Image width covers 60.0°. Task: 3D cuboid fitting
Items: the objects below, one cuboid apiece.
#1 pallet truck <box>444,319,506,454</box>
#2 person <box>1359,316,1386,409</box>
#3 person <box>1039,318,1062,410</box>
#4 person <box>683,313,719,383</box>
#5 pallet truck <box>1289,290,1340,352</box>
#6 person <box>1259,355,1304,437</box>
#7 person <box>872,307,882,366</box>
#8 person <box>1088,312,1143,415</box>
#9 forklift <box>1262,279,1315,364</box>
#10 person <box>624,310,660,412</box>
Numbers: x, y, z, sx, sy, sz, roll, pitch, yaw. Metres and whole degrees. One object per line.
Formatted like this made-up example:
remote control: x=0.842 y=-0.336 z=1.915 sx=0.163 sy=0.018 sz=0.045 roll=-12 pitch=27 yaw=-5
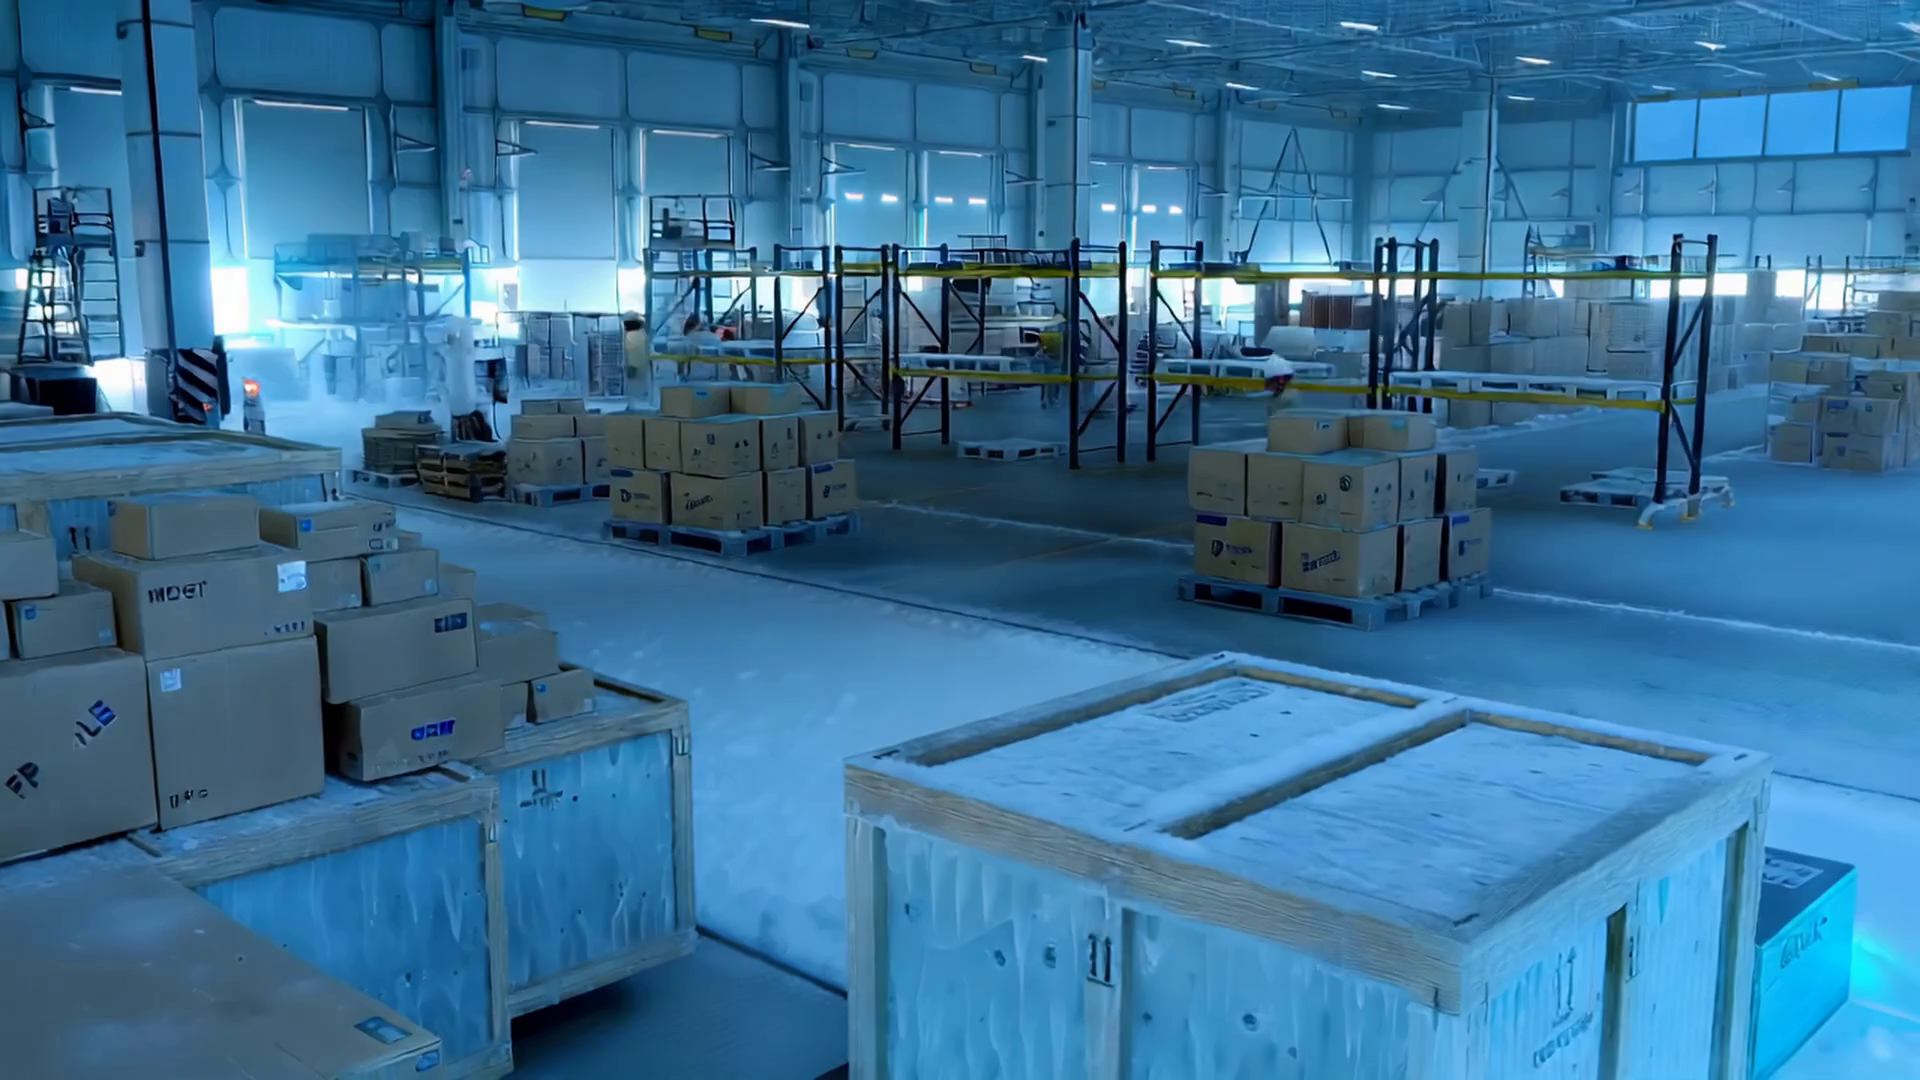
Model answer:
pallet truck: x=-6.981 y=-1.942 z=22.150 sx=1.885 sy=1.965 sz=0.823 roll=1 pitch=9 yaw=9
person: x=7.831 y=-3.267 z=30.919 sx=0.821 sy=1.792 sz=0.695 roll=3 pitch=10 yaw=20
person: x=1.735 y=-3.330 z=31.474 sx=0.490 sy=1.735 sz=0.322 roll=-5 pitch=11 yaw=-30
person: x=-4.305 y=-2.806 z=27.671 sx=0.589 sy=1.924 sz=0.383 roll=-2 pitch=9 yaw=-12
pallet truck: x=11.297 y=-6.951 z=52.861 sx=1.885 sy=1.965 sz=0.823 roll=-5 pitch=11 yaw=-29
person: x=2.975 y=-0.693 z=14.807 sx=0.768 sy=1.908 sz=0.560 roll=-2 pitch=9 yaw=-10
person: x=-2.194 y=-5.403 z=44.501 sx=0.324 sy=1.631 sz=0.522 roll=-1 pitch=9 yaw=-7
person: x=2.813 y=-3.204 z=30.265 sx=1.032 sy=1.872 sz=0.641 roll=0 pitch=9 yaw=2
forklift: x=8.555 y=-6.090 z=44.881 sx=1.873 sy=2.768 sz=1.129 roll=9 pitch=13 yaw=43
person: x=-5.826 y=-3.226 z=30.286 sx=0.746 sy=1.917 sz=0.552 roll=-8 pitch=12 yaw=-39
